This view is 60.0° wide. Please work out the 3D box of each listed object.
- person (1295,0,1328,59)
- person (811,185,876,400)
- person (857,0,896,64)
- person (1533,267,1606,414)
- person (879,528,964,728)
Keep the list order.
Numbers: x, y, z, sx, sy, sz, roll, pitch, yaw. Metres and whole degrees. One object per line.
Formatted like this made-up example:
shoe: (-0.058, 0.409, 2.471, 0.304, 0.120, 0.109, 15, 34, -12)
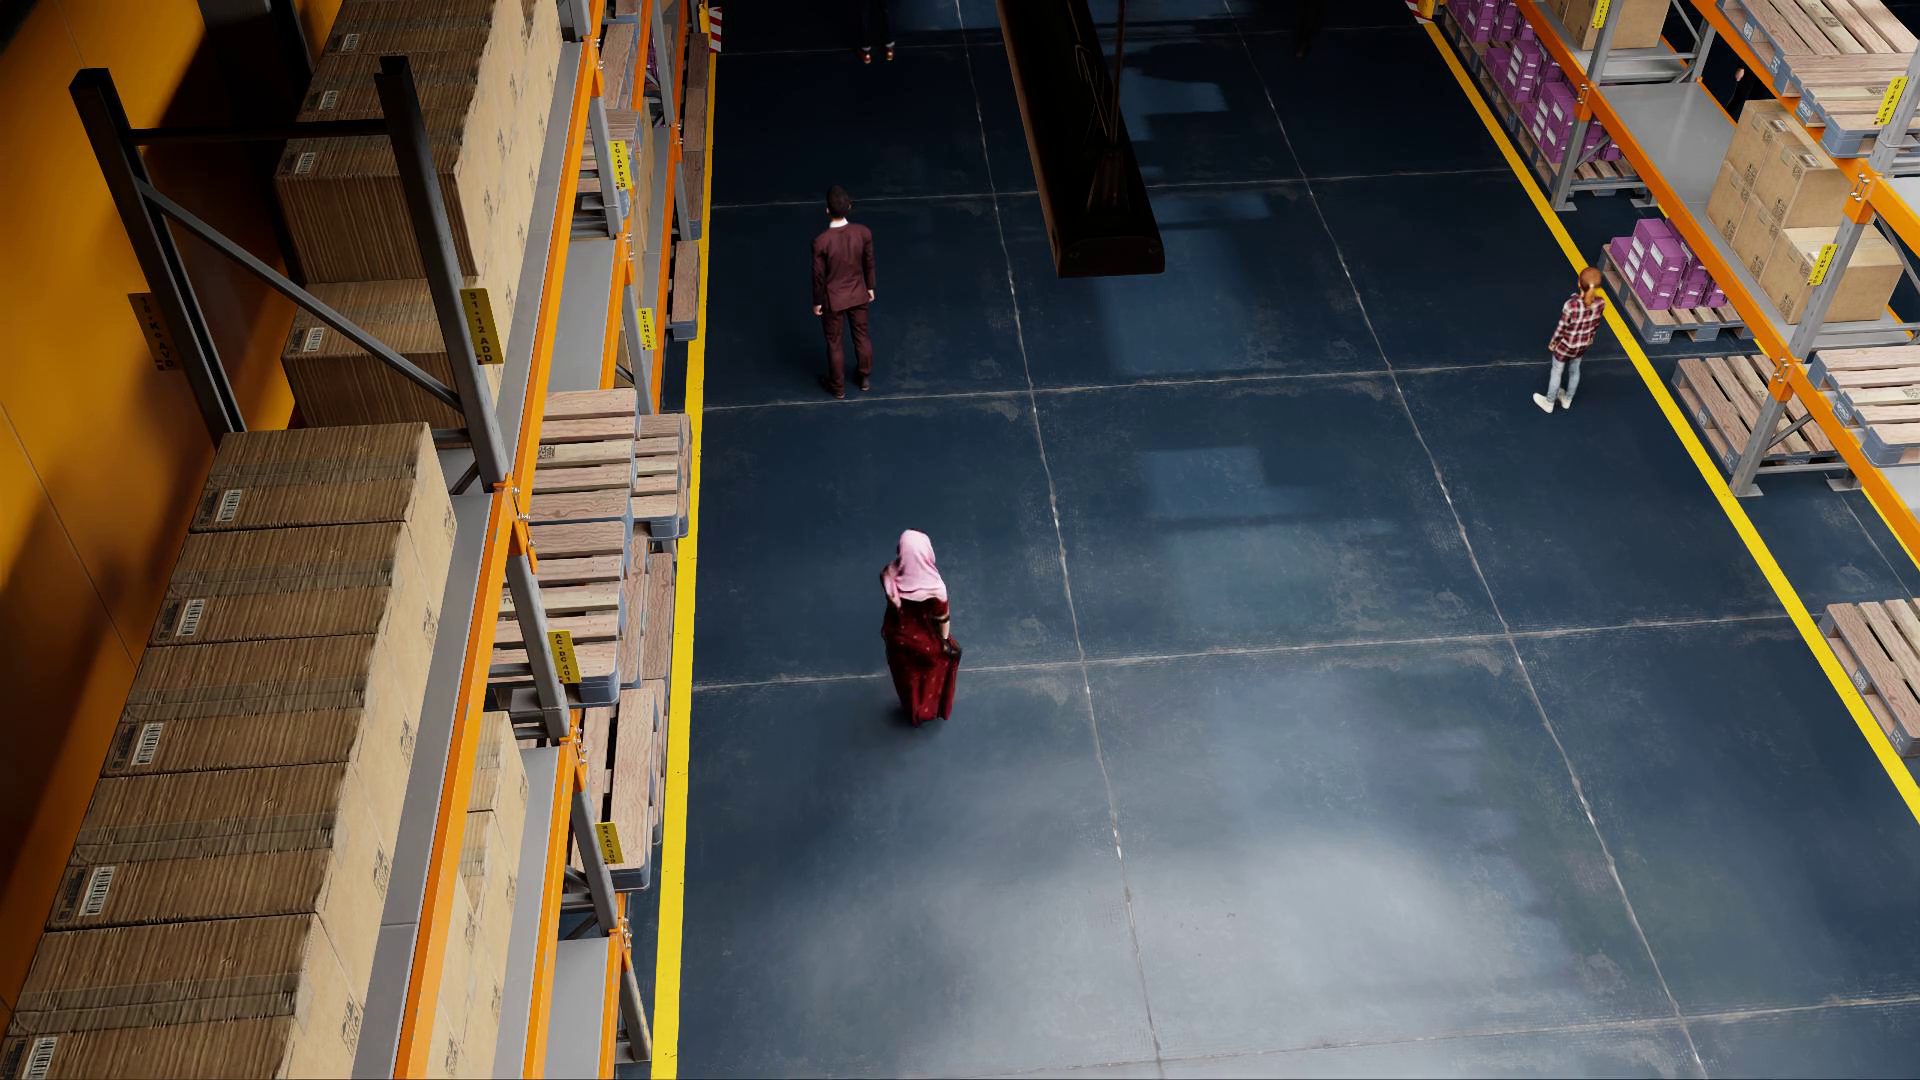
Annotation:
person: (3.660, -5.812, 17.148, 1.032, 1.743, 1.119, 27, 50, 25)
person: (-0.904, -1.922, 12.977, 0.760, 1.866, 0.729, -18, 47, -18)
person: (-0.893, -5.810, 17.092, 0.745, 1.818, 0.705, -15, 46, -15)
person: (4.797, -1.565, 13.008, 0.561, 1.305, 0.537, -10, 44, -10)
person: (-0.309, 0.616, 10.474, 0.768, 1.642, 0.791, 16, 46, 16)
